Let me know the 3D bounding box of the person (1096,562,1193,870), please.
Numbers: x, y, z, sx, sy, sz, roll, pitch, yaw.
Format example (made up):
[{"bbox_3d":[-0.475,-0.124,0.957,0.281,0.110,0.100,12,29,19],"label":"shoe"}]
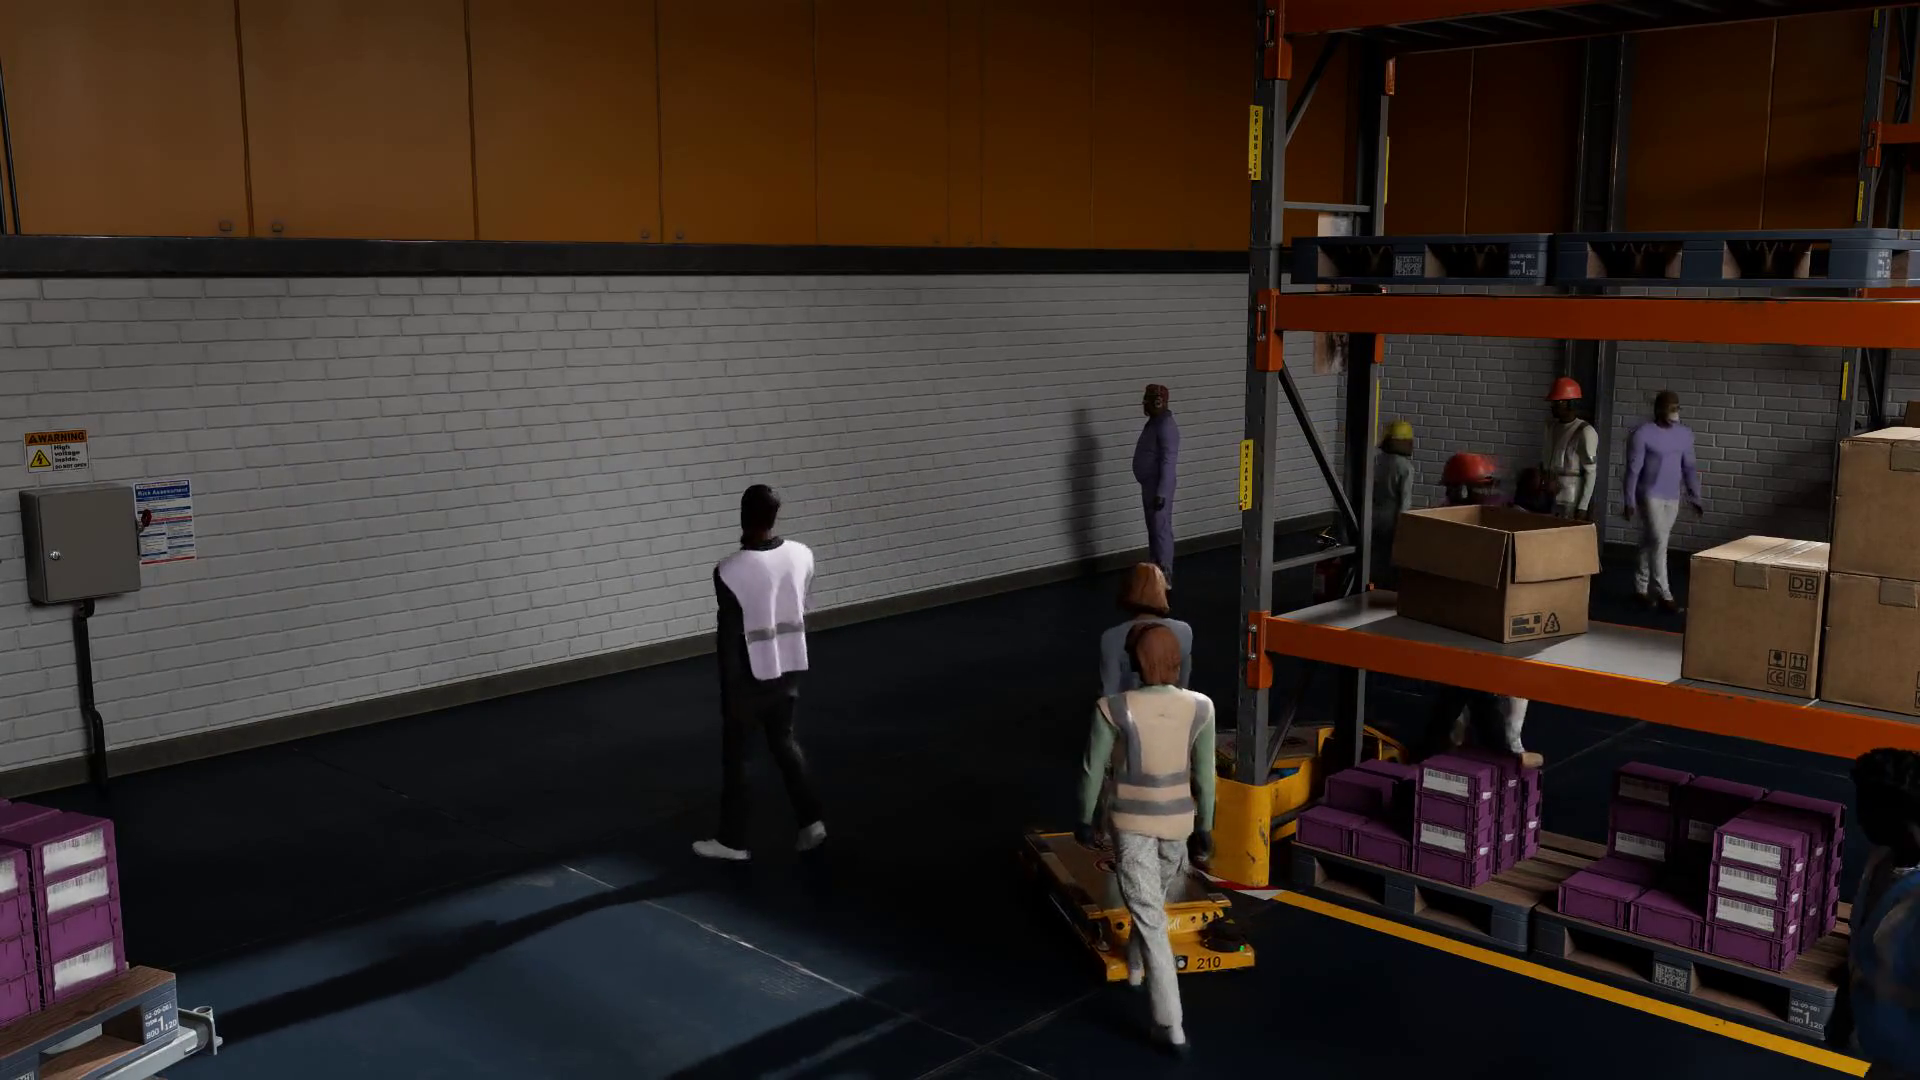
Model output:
[{"bbox_3d":[0.869,0.899,7.753,0.496,1.595,0.792,-3,10,-16],"label":"person"}]

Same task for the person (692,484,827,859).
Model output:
[{"bbox_3d":[-0.967,0.668,8.275,0.567,1.892,0.612,9,13,43],"label":"person"}]

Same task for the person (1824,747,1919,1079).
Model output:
[{"bbox_3d":[2.571,1.391,4.555,0.725,1.643,0.601,3,10,15],"label":"person"}]

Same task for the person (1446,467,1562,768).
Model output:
[{"bbox_3d":[3.188,0.467,9.736,0.543,1.813,0.666,0,9,-1],"label":"person"}]

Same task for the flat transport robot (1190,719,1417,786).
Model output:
[{"bbox_3d":[1.970,1.253,9.643,1.431,0.197,0.652,-3,10,-15],"label":"flat transport robot"}]

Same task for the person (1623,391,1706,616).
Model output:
[{"bbox_3d":[6.085,-0.315,14.250,0.650,1.902,0.904,-4,10,-22],"label":"person"}]

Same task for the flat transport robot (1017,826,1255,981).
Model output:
[{"bbox_3d":[0.756,1.594,7.548,0.652,0.197,1.431,-2,10,-13],"label":"flat transport robot"}]

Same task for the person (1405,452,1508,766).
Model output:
[{"bbox_3d":[2.704,0.485,9.202,0.963,1.945,0.648,8,12,40],"label":"person"}]

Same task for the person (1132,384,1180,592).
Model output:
[{"bbox_3d":[1.775,-0.470,15.200,0.406,1.910,0.636,-1,9,-5],"label":"person"}]

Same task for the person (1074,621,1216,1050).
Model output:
[{"bbox_3d":[0.730,1.111,6.468,0.522,1.599,0.867,-3,10,-19],"label":"person"}]

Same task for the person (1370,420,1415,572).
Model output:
[{"bbox_3d":[3.562,-0.157,13.917,0.892,1.701,0.498,-7,11,-35],"label":"person"}]

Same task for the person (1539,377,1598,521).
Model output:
[{"bbox_3d":[5.073,-0.351,14.056,0.389,2.041,0.614,-3,10,-18],"label":"person"}]
